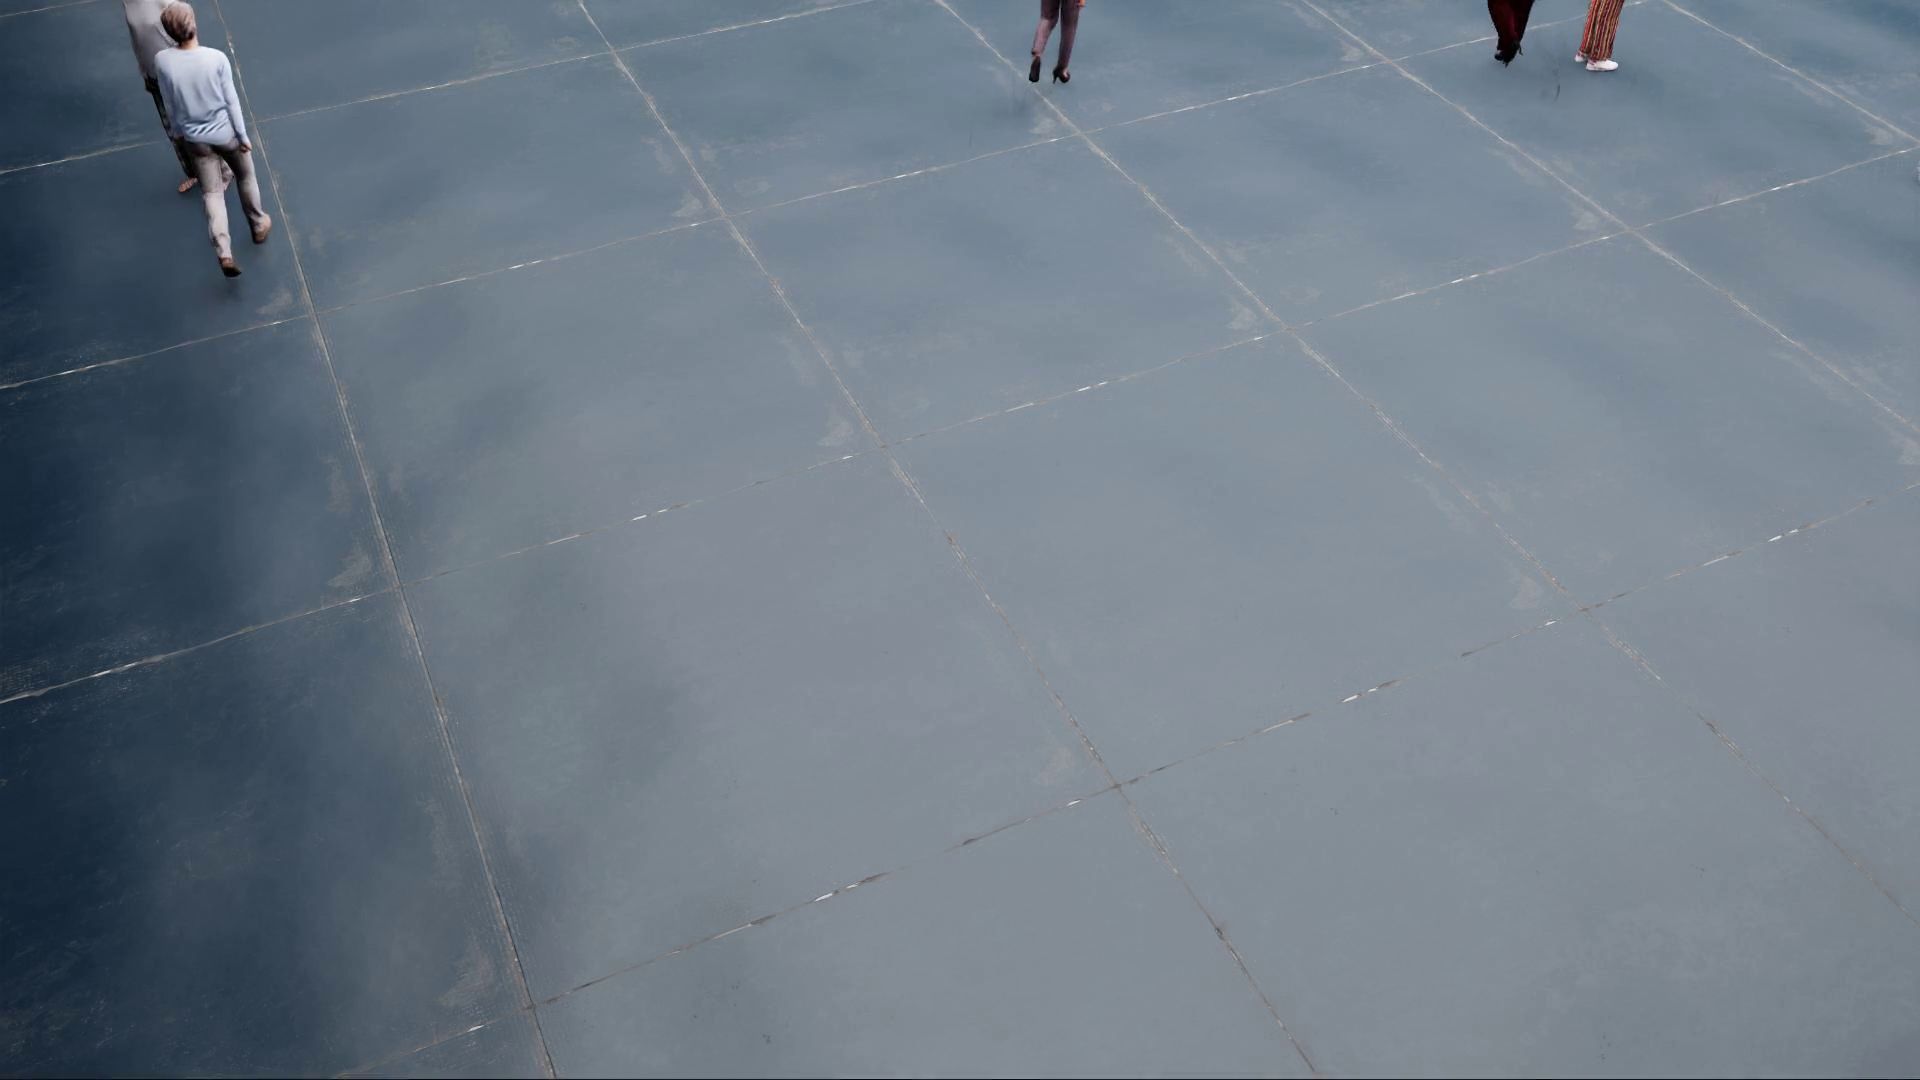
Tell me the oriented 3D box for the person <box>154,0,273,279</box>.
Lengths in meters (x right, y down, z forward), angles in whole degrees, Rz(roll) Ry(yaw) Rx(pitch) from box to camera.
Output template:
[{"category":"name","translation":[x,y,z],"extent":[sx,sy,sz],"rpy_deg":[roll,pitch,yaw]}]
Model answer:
[{"category":"person","translation":[-5.101,-2.676,11.326],"extent":[0.906,1.851,1.283],"rpy_deg":[-9,43,-10]}]

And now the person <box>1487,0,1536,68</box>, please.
[{"category":"person","translation":[4.700,-4.667,13.607],"extent":[0.725,1.732,0.762],"rpy_deg":[-14,44,-15]}]

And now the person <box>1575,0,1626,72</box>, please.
[{"category":"person","translation":[5.420,-4.673,13.739],"extent":[0.655,1.562,0.524],"rpy_deg":[-8,43,-9]}]

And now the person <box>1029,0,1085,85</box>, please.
[{"category":"person","translation":[0.759,-4.380,13.347],"extent":[0.843,1.656,0.875],"rpy_deg":[23,47,23]}]

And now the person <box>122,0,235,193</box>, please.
[{"category":"person","translation":[-5.748,-3.400,12.126],"extent":[0.698,1.848,0.744],"rpy_deg":[11,43,12]}]
